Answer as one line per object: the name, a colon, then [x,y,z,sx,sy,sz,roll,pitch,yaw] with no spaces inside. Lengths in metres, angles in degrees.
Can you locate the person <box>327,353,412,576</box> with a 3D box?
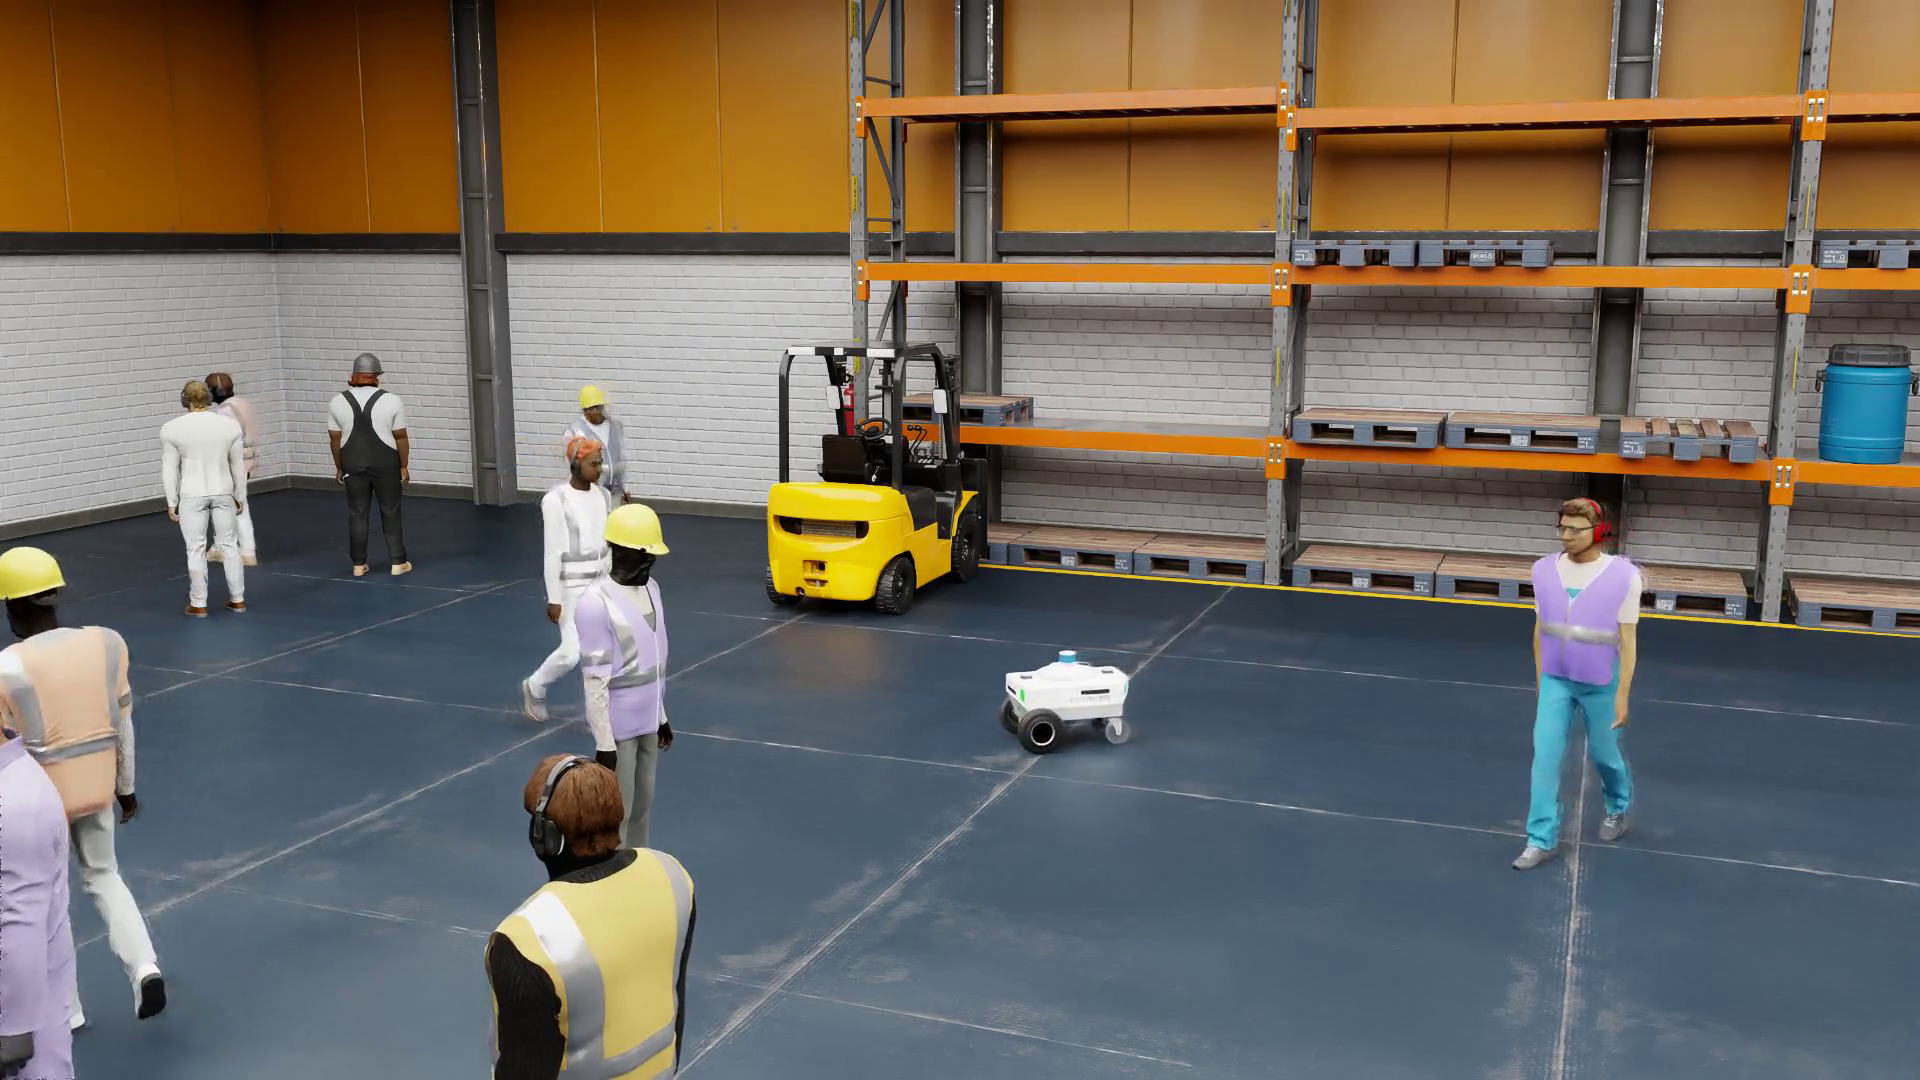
person: [-5.364,-0.696,15.199,0.688,2.000,0.536,-1,10,-6]

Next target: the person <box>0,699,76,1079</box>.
person: [-2.732,1.260,4.707,0.397,1.902,0.646,-9,14,-42]

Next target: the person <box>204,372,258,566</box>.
person: [-6.933,-0.644,15.493,0.684,1.824,0.660,-2,10,-12]

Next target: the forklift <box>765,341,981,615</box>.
forklift: [-0.739,-0.602,14.246,1.214,2.155,2.313,4,11,21]

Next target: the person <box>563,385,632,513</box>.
person: [-3.137,-0.435,14.476,0.620,1.817,0.424,-9,14,-42]

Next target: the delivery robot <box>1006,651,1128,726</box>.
delivery robot: [0.651,0.916,10.094,0.707,0.478,0.477,-3,11,-15]

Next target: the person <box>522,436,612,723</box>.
person: [-2.363,0.287,10.190,0.683,1.867,0.600,6,12,29]

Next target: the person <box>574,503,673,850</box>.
person: [-1.430,0.789,7.263,0.373,1.920,0.585,3,11,15]

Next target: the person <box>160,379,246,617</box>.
person: [-6.139,-0.341,13.547,0.626,1.930,0.379,-8,13,-37]

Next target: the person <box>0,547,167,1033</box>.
person: [-3.365,0.968,6.270,0.591,1.912,0.611,6,12,31]

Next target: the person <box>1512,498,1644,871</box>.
person: [3.083,0.677,8.194,0.575,1.817,0.890,10,14,43]

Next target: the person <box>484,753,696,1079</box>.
person: [-0.906,1.409,4.026,0.429,1.843,0.633,5,11,27]
